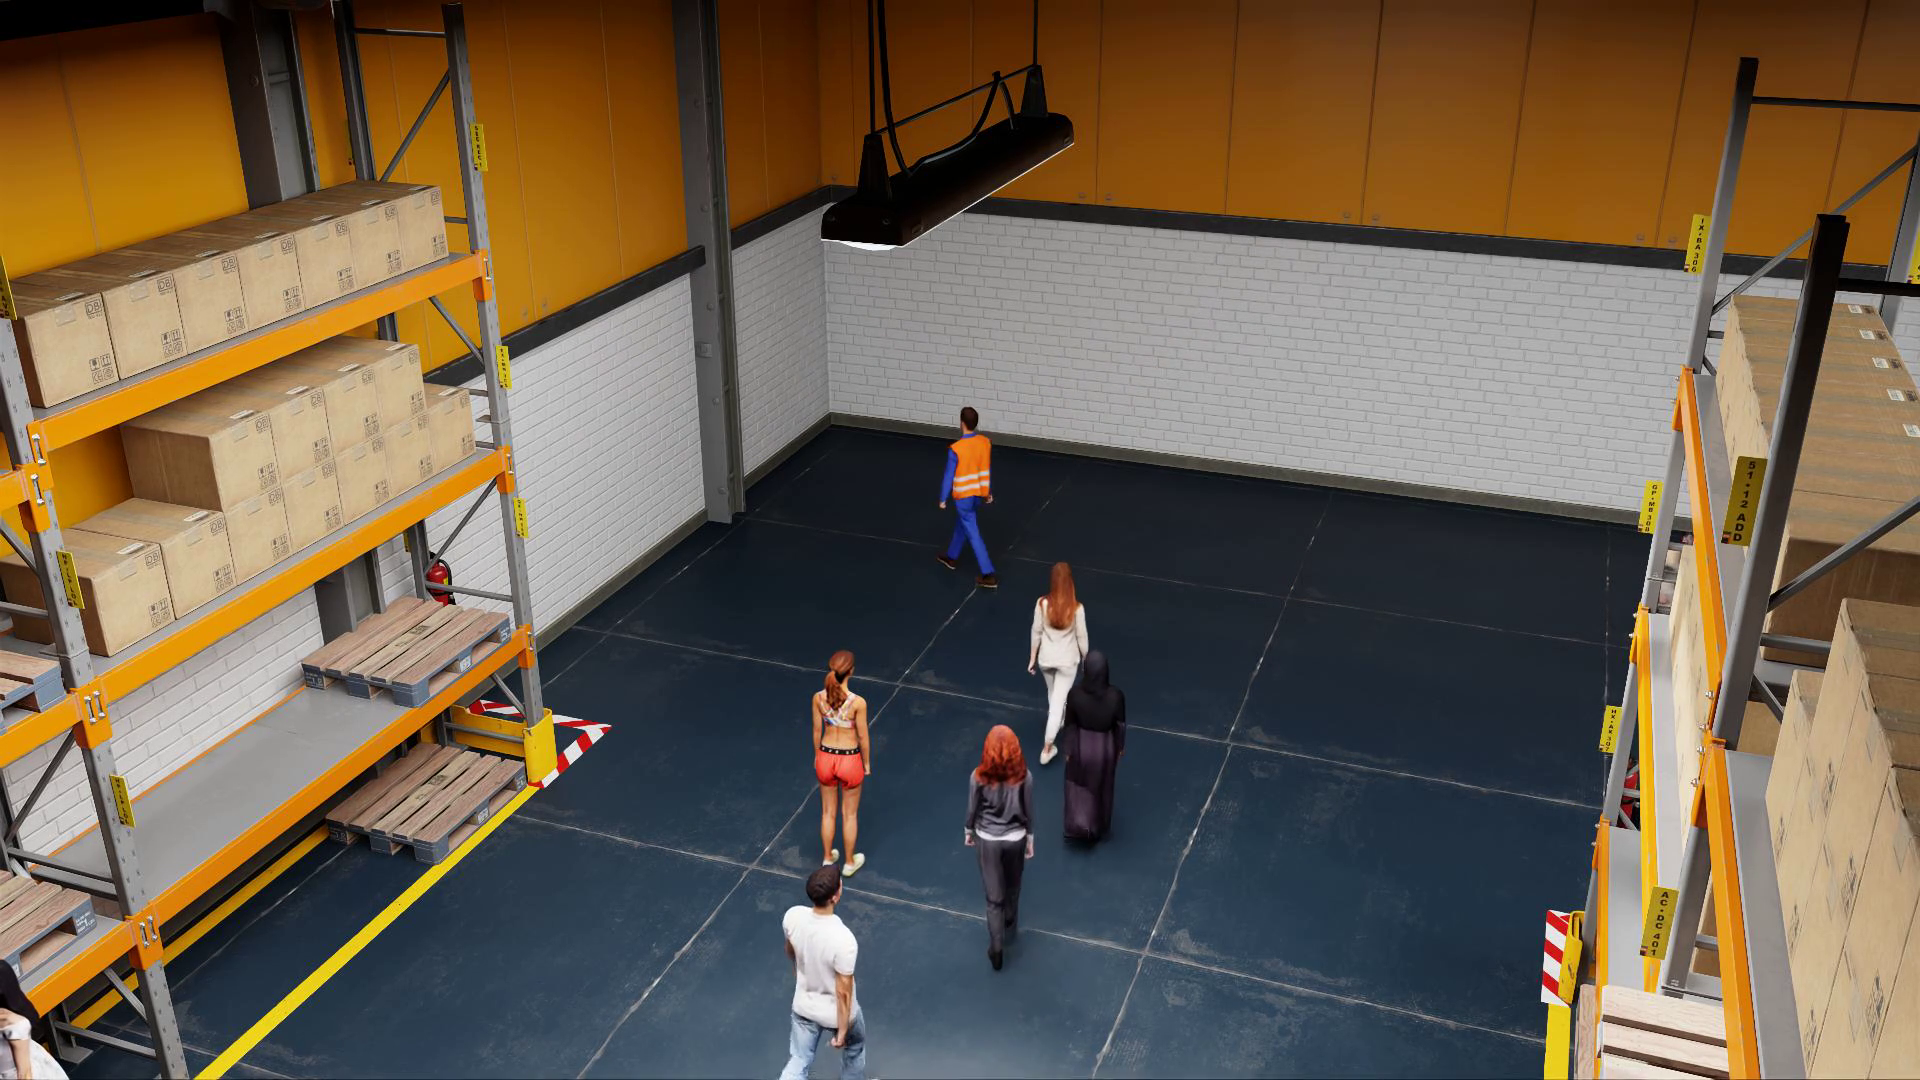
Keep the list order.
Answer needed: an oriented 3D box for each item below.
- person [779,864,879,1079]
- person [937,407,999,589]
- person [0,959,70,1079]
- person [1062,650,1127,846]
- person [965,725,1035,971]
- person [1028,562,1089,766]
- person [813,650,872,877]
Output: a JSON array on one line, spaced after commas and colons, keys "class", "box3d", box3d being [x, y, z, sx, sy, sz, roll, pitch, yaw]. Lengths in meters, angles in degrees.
[{"class": "person", "box3d": [-0.835, 2.689, 9.476, 0.804, 1.835, 1.194, 13, 27, 28]}, {"class": "person", "box3d": [0.130, -0.385, 16.531, 1.258, 1.818, 1.153, -18, 30, -36]}, {"class": "person", "box3d": [-4.987, 2.972, 8.913, 0.801, 1.769, 0.776, -18, 29, -35]}, {"class": "person", "box3d": [0.988, 1.567, 12.323, 0.706, 1.611, 0.802, 3, 24, 6]}, {"class": "person", "box3d": [0.279, 2.063, 11.005, 0.822, 1.758, 0.993, -1, 24, -3]}, {"class": "person", "box3d": [0.775, 1.035, 13.473, 0.618, 1.665, 1.056, 9, 25, 19]}, {"class": "person", "box3d": [-0.867, 1.623, 11.979, 0.601, 1.785, 0.574, 5, 24, 12]}]
